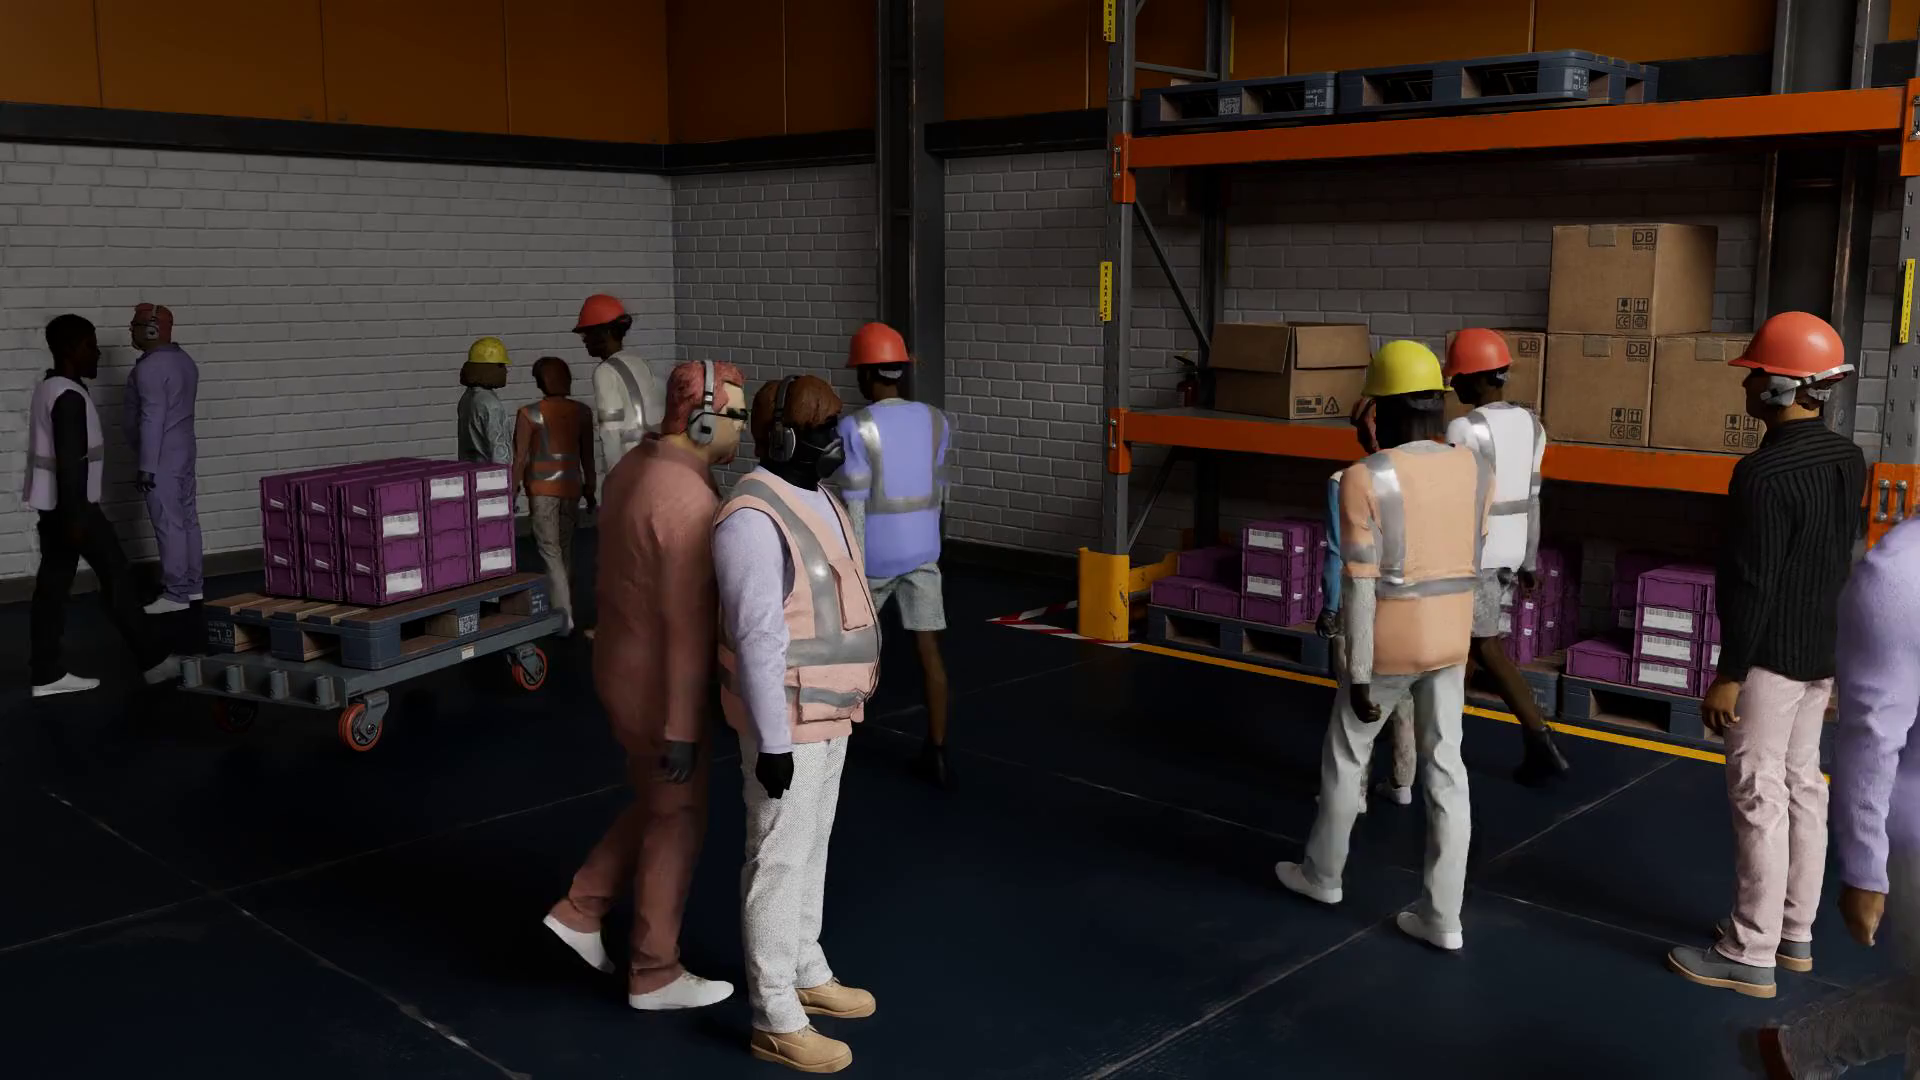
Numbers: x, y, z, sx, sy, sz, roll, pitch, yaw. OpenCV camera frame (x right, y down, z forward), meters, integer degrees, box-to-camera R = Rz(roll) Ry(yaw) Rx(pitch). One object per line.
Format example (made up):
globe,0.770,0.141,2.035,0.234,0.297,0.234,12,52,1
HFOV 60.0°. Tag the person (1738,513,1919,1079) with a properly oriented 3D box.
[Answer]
person,2.025,0.605,3.493,0.636,1.916,0.768,-5,10,-27

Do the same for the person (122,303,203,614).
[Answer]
person,-4.941,-0.502,10.290,0.410,1.913,0.641,-1,9,-5

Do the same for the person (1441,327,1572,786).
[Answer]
person,2.229,0.056,6.976,0.545,1.889,0.959,-6,11,-34

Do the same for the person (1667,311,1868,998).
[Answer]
person,2.390,0.336,4.885,0.612,1.997,0.375,-8,12,-39

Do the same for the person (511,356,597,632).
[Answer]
person,-2.405,-0.272,9.789,0.658,1.616,0.536,8,12,40

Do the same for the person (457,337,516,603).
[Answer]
person,-2.638,-0.266,9.356,0.319,1.740,0.492,-7,12,-38

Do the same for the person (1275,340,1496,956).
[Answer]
person,1.374,0.315,5.343,0.599,1.892,0.863,-3,10,-20

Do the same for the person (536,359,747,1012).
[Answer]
person,-0.862,0.427,4.714,0.539,1.876,0.669,-5,10,-26

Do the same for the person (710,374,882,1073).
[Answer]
person,-0.425,0.477,4.498,0.429,1.844,0.626,2,9,10

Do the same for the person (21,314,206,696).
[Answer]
person,-4.301,-0.179,8.365,0.883,1.885,0.620,-7,12,-38

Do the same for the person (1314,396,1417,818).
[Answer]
person,1.613,0.258,6.458,0.522,1.640,0.306,-4,10,-26

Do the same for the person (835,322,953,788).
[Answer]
person,-0.330,0.044,6.998,0.570,1.891,0.958,-6,11,-32

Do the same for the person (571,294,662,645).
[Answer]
person,-1.779,-0.346,9.174,0.734,1.984,0.612,1,9,4
